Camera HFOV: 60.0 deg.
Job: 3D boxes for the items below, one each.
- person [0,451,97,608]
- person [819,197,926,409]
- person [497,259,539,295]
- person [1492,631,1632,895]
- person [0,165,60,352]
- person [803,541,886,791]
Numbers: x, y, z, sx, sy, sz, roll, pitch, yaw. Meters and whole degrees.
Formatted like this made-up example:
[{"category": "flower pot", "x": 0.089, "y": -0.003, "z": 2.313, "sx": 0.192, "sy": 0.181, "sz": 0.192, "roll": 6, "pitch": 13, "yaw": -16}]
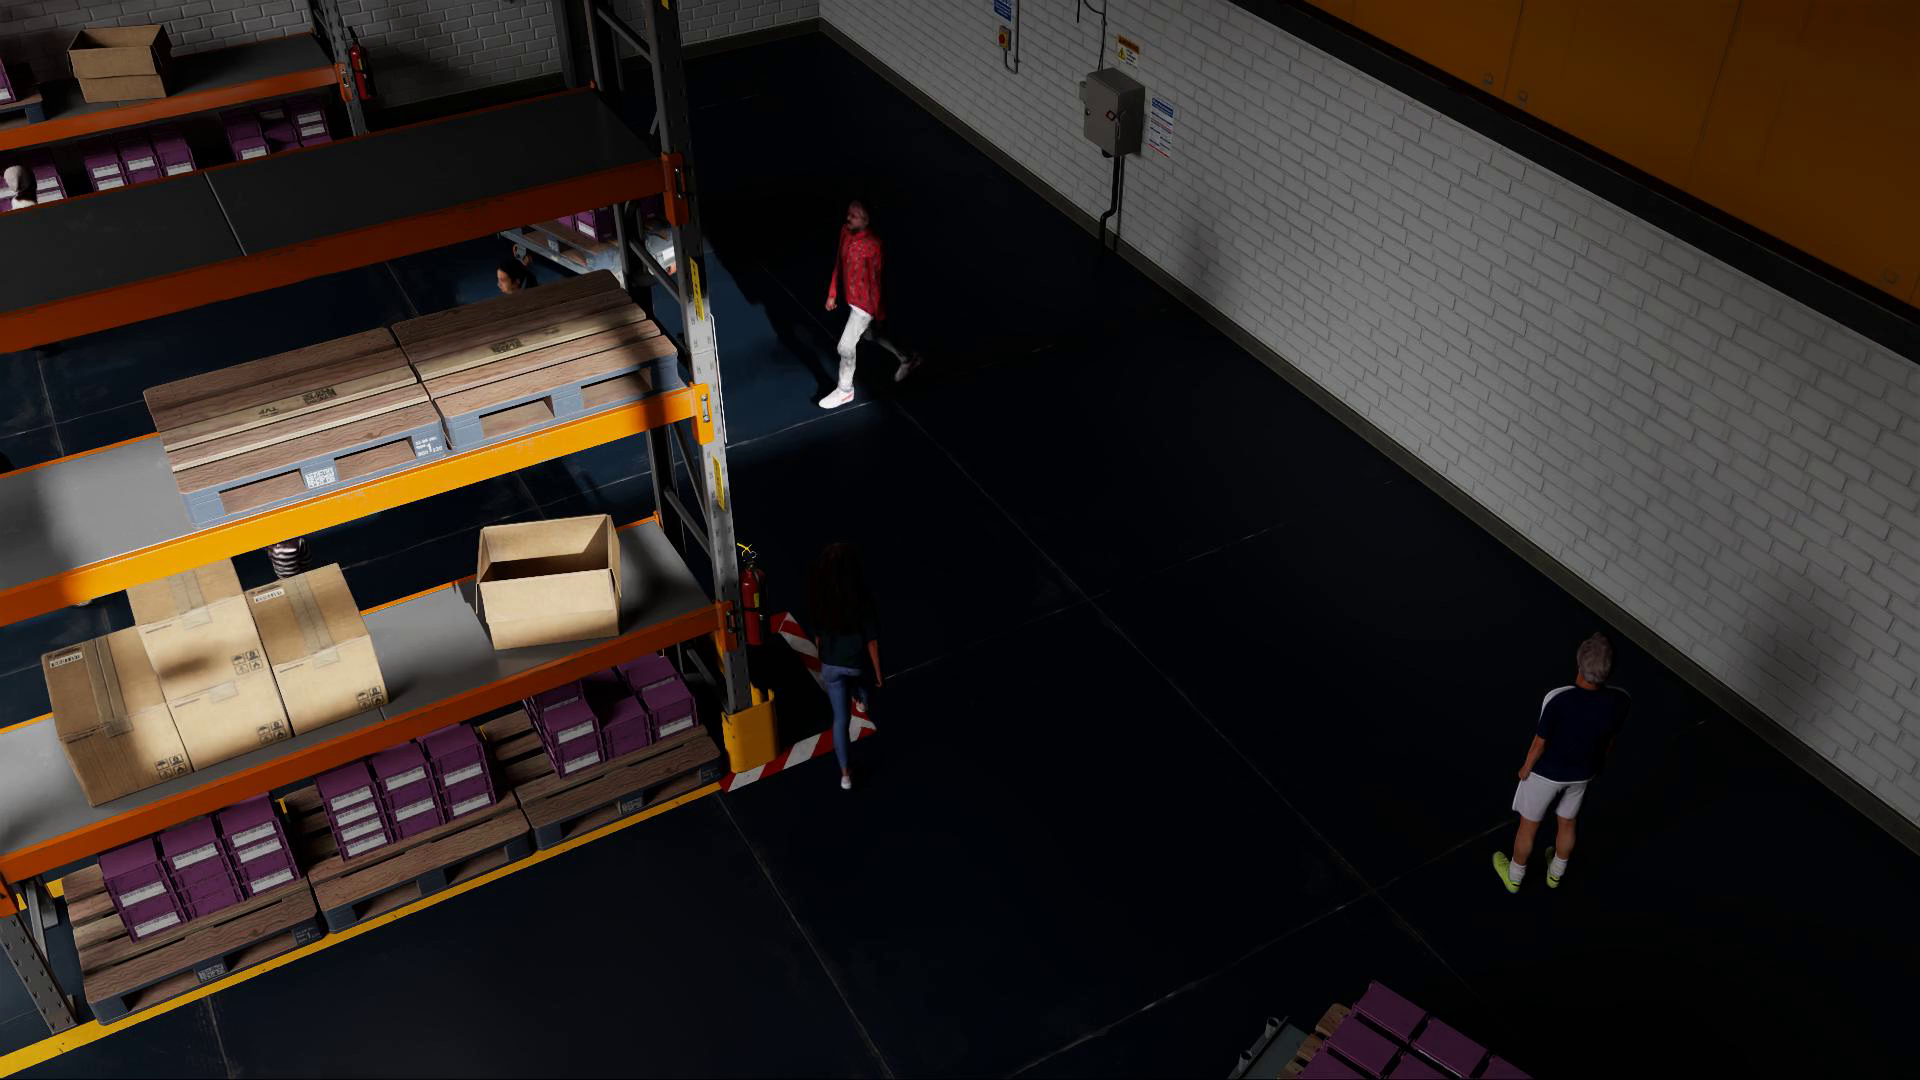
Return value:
[{"category": "person", "x": -6.483, "y": -0.168, "z": 11.105, "sx": 1.173, "sy": 1.608, "sz": 0.941, "roll": -2, "pitch": 39, "yaw": -2}, {"category": "person", "x": -0.685, "y": -1.924, "z": 13.153, "sx": 1.199, "sy": 1.797, "sz": 0.701, "roll": -16, "pitch": 41, "yaw": -19}, {"category": "person", "x": -3.147, "y": -1.354, "z": 12.527, "sx": 1.140, "sy": 1.687, "sz": 0.683, "roll": -25, "pitch": 45, "yaw": -28}, {"category": "person", "x": 3.320, "y": 1.243, "z": 9.154, "sx": 0.635, "sy": 1.838, "sz": 0.774, "roll": -3, "pitch": 39, "yaw": -4}, {"category": "person", "x": -7.608, "y": -2.300, "z": 13.778, "sx": 0.817, "sy": 1.603, "sz": 1.191, "roll": 29, "pitch": 47, "yaw": 31}, {"category": "person", "x": -0.694, "y": 0.795, "z": 9.936, "sx": 1.130, "sy": 1.562, "sz": 1.088, "roll": 5, "pitch": 39, "yaw": 6}]
